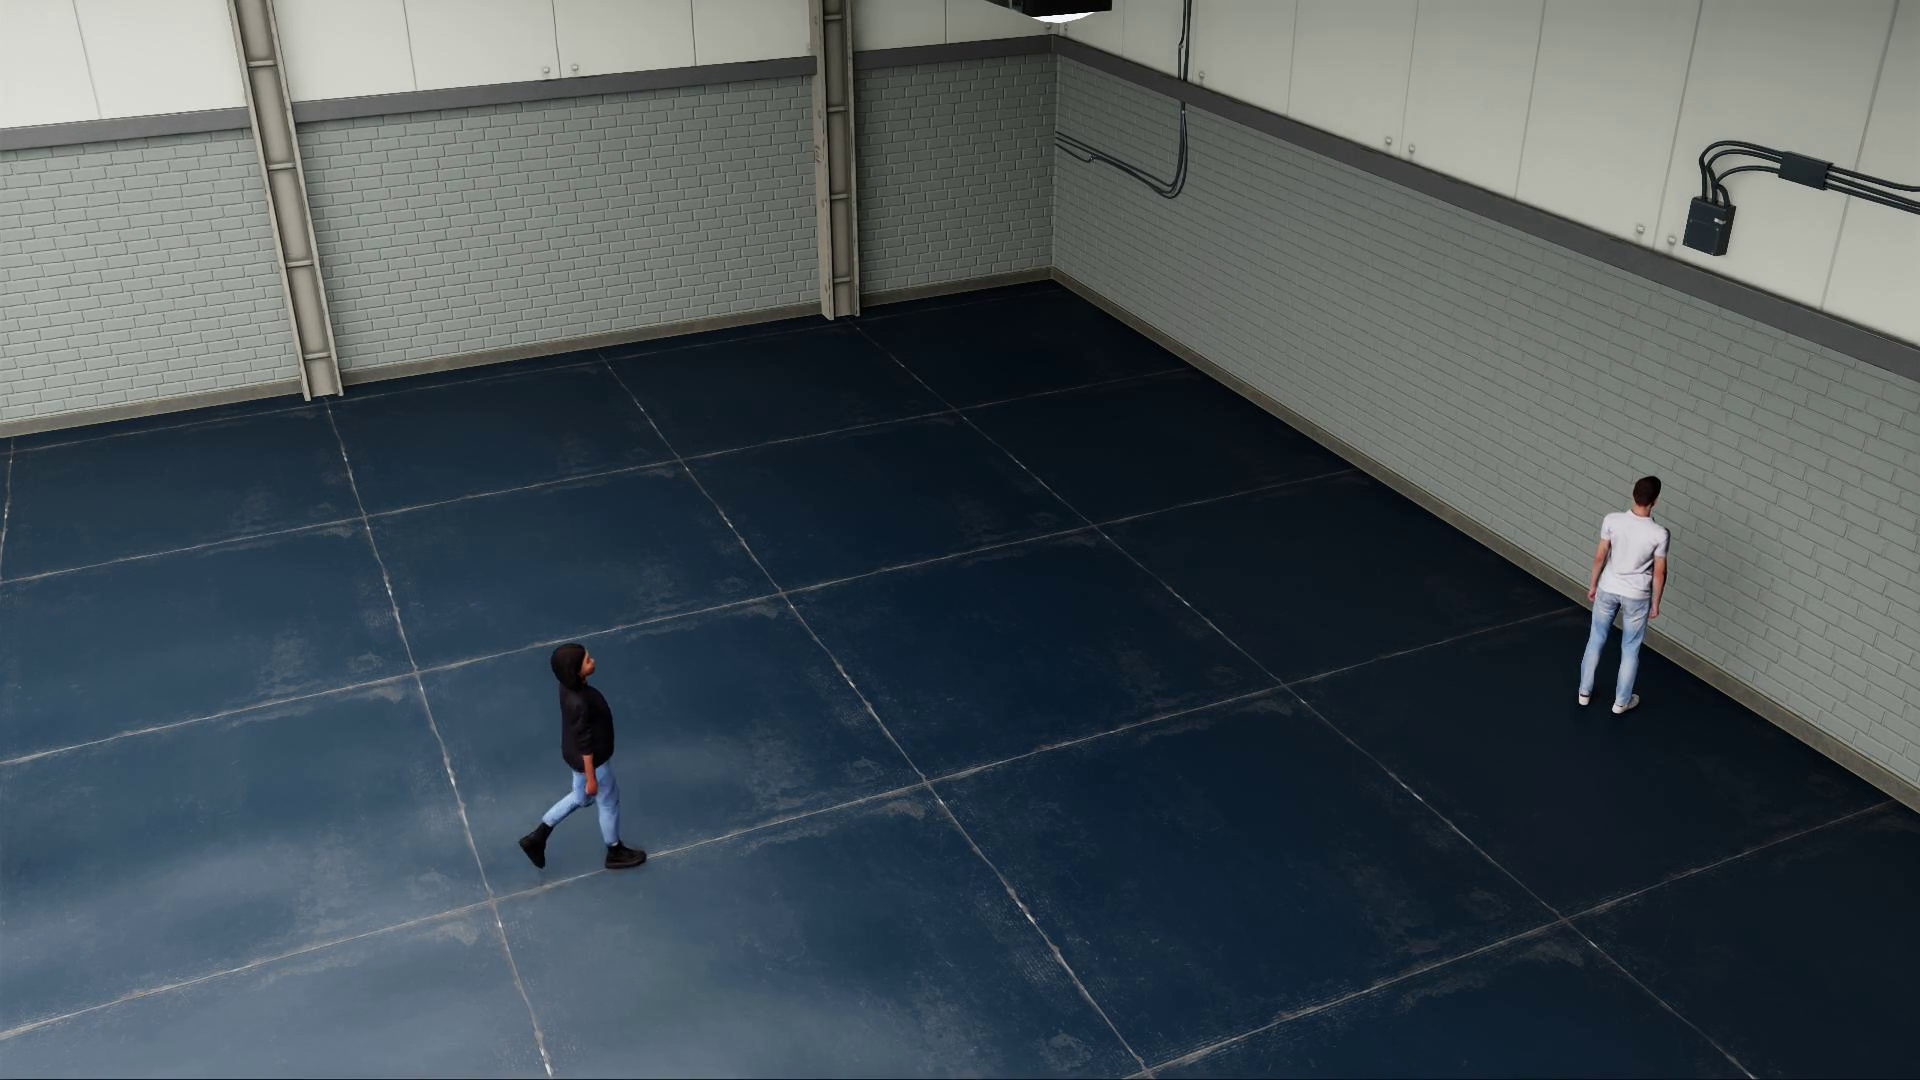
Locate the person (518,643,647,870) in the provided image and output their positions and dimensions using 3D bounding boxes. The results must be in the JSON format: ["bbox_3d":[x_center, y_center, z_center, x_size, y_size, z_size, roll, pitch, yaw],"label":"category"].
[{"bbox_3d":[-2.396,1.404,10.339,0.974,1.679,0.548,-12,30,-22],"label":"person"}]

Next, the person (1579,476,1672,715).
[{"bbox_3d":[4.837,0.393,12.116,0.737,1.850,0.725,18,32,31],"label":"person"}]
